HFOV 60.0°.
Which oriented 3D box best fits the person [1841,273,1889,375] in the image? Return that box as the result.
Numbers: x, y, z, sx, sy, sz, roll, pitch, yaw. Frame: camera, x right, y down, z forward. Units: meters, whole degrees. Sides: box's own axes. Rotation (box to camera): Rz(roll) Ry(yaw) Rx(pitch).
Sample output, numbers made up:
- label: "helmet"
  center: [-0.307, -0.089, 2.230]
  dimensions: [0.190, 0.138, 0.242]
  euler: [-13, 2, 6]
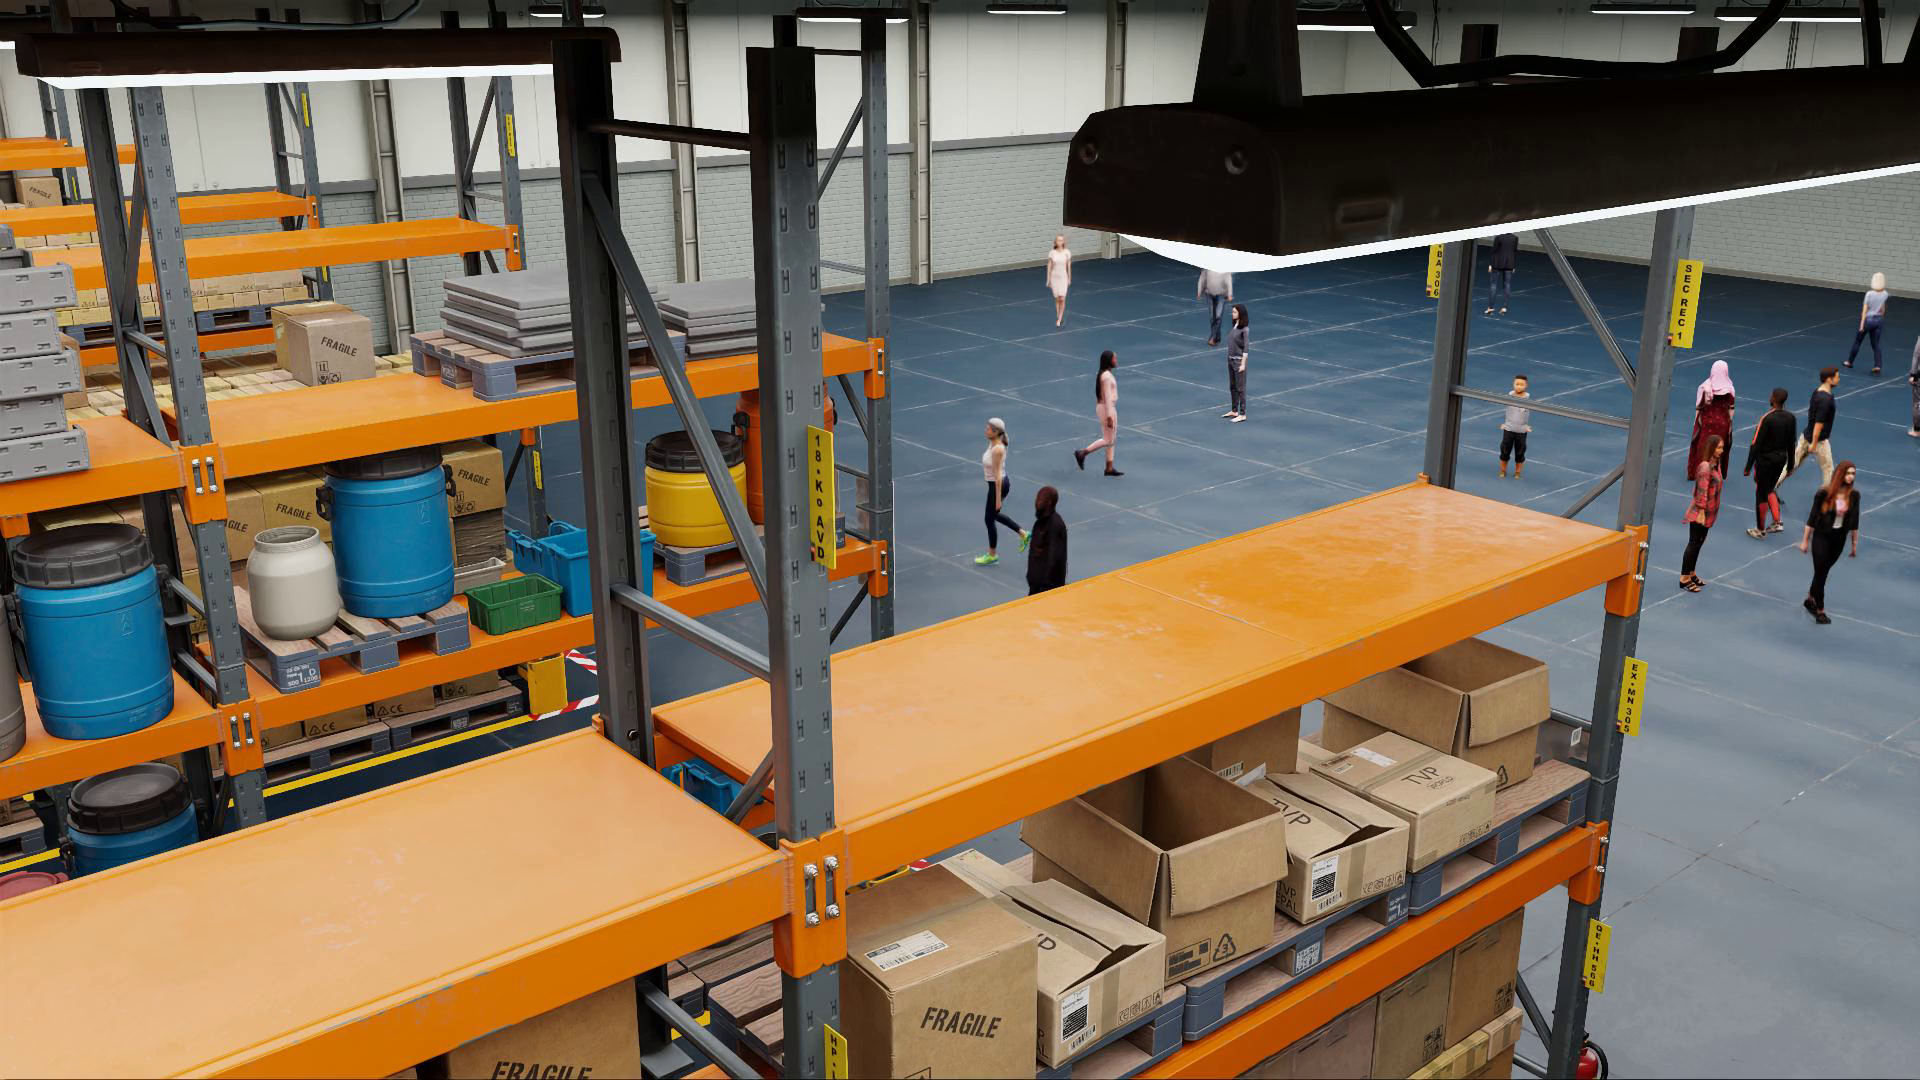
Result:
- label: "person"
  center: [15.456, -3.628, 28.095]
  dimensions: [1.064, 1.683, 1.023]
  euler: [-2, 18, -7]

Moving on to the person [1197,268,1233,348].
- label: "person"
  center: [4.724, -4.485, 30.424]
  dimensions: [0.982, 1.871, 1.186]
  euler: [11, 21, 29]

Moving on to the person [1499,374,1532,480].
- label: "person"
  center: [7.389, -1.549, 22.084]
  dimensions: [0.630, 1.453, 0.645]
  euler: [6, 19, 19]

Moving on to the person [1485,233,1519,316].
- label: "person"
  center: [9.846, -4.988, 30.282]
  dimensions: [0.818, 1.779, 0.791]
  euler: [1, 18, 3]

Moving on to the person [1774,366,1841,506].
- label: "person"
  center: [10.445, -1.230, 20.538]
  dimensions: [1.212, 1.805, 1.167]
  euler: [2, 18, 7]

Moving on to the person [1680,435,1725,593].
- label: "person"
  center: [7.980, -0.303, 17.861]
  dimensions: [0.725, 1.699, 0.567]
  euler: [13, 22, 35]

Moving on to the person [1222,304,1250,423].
- label: "person"
  center: [4.195, -2.681, 25.059]
  dimensions: [0.640, 1.764, 0.669]
  euler: [-6, 19, -17]

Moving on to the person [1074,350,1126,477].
- label: "person"
  center: [1.862, -1.650, 21.981]
  dimensions: [1.012, 1.708, 0.957]
  euler: [2, 18, 5]

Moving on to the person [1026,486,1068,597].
- label: "person"
  center: [0.880, 0.371, 15.594]
  dimensions: [0.996, 1.820, 0.892]
  euler: [-5, 19, -15]

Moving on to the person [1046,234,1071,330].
- label: "person"
  center: [1.926, -4.994, 32.108]
  dimensions: [0.978, 1.797, 1.098]
  euler: [4, 18, 12]

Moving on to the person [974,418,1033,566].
- label: "person"
  center: [0.508, -0.539, 18.609]
  dimensions: [1.012, 1.685, 0.924]
  euler: [0, 18, -1]

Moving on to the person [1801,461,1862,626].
- label: "person"
  center: [8.839, -0.013, 17.006]
  dimensions: [1.036, 1.676, 1.068]
  euler: [0, 18, 1]

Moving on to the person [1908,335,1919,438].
- label: "person"
  center: [13.941, -2.326, 23.870]
  dimensions: [0.994, 1.825, 1.073]
  euler: [3, 18, 10]

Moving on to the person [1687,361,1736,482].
- label: "person"
  center: [9.874, -1.551, 21.793]
  dimensions: [0.750, 1.638, 0.742]
  euler: [9, 20, 25]

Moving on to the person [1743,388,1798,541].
- label: "person"
  center: [9.534, -0.861, 19.419]
  dimensions: [0.746, 1.795, 0.856]
  euler: [-6, 19, -16]
